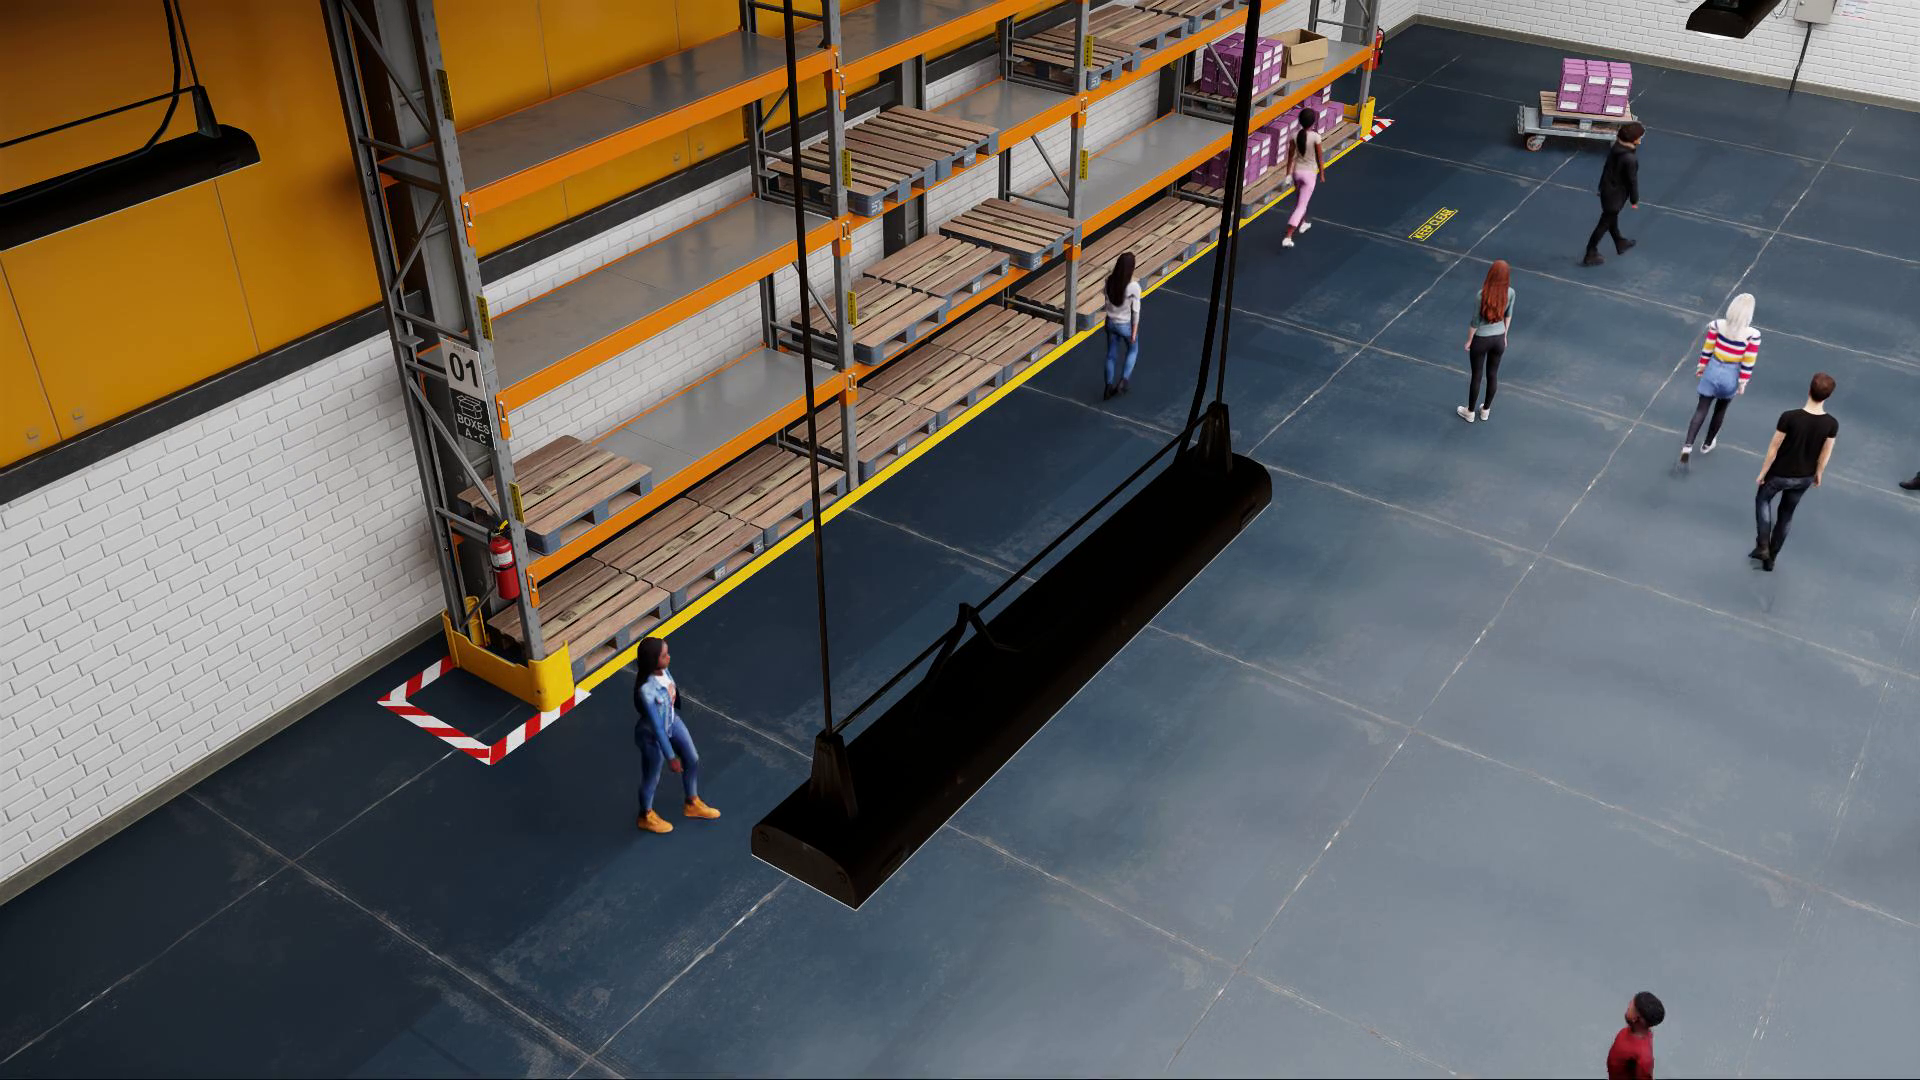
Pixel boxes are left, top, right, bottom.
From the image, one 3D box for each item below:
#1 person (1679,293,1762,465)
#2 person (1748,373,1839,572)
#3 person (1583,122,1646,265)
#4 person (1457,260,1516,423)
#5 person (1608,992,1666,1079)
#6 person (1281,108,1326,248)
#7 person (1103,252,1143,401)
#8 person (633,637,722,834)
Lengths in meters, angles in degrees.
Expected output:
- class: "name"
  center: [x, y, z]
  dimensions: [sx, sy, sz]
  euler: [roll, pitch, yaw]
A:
- class: "person"
  center: [7.311, -1.535, 16.059]
  dimensions: [0.692, 1.787, 1.035]
  euler: [25, 41, 32]
- class: "person"
  center: [7.232, -0.528, 14.456]
  dimensions: [0.798, 1.884, 0.798]
  euler: [8, 34, 11]
- class: "person"
  center: [7.803, -4.134, 20.009]
  dimensions: [1.117, 1.742, 1.023]
  euler: [-8, 35, -12]
- class: "person"
  center: [5.332, -2.003, 16.804]
  dimensions: [0.671, 1.742, 0.716]
  euler: [-2, 34, -4]
- class: "person"
  center: [3.868, 3.150, 9.506]
  dimensions: [0.778, 1.238, 0.590]
  euler: [-1, 34, -2]
- class: "person"
  center: [4.213, -4.427, 20.493]
  dimensions: [0.669, 1.695, 1.154]
  euler: [26, 41, 33]
- class: "person"
  center: [1.615, -2.173, 17.171]
  dimensions: [0.615, 1.619, 0.583]
  euler: [19, 38, 26]
- class: "person"
  center: [-2.215, 1.397, 11.733]
  dimensions: [0.882, 1.693, 0.878]
  euler: [6, 34, 8]
